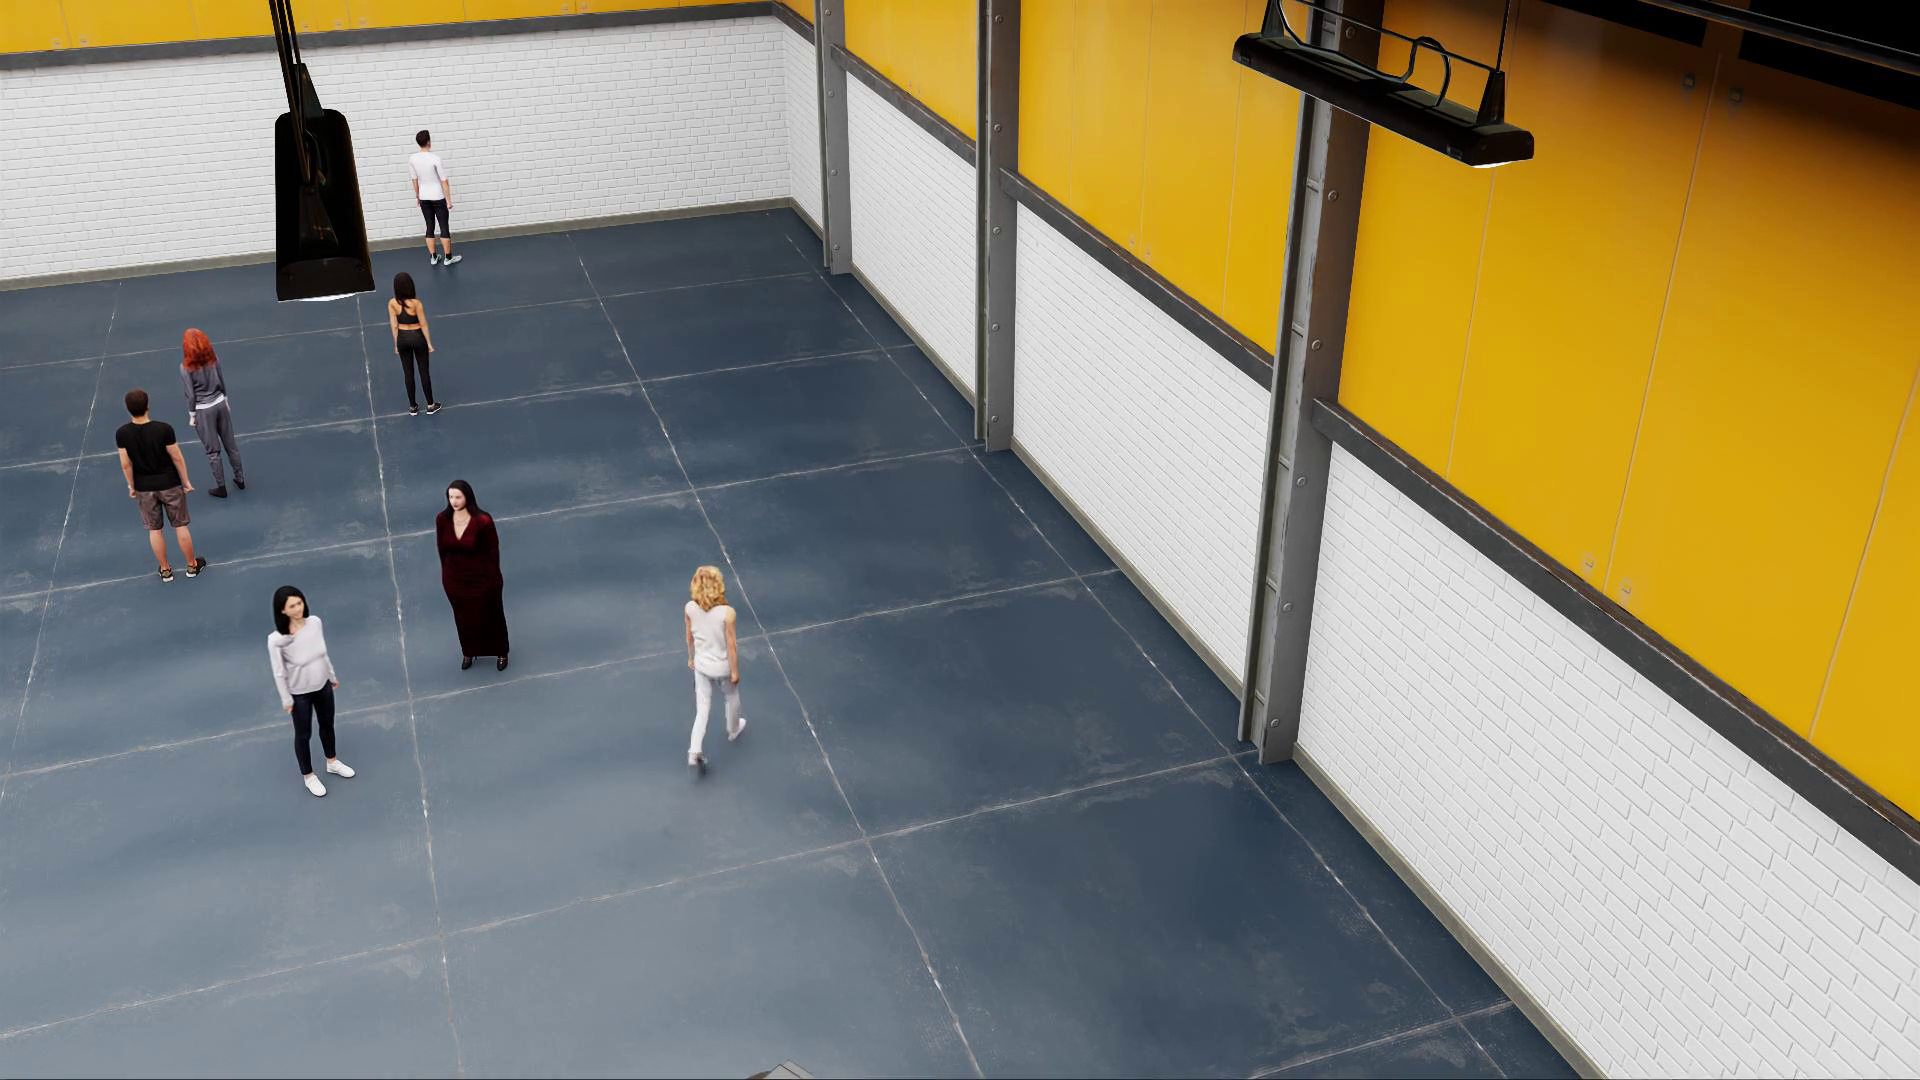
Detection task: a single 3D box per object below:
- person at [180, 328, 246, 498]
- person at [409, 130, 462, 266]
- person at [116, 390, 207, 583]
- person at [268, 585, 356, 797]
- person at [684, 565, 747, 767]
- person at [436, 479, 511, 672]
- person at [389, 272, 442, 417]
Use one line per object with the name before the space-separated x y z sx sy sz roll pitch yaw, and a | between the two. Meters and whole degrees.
person | -7.504 -1.283 16.643 0.683 1.780 0.658 18 33 29
person | -7.246 -4.704 22.841 0.749 1.851 0.753 6 29 10
person | -7.307 -0.500 15.122 0.687 1.861 0.557 -9 30 -16
person | -4.857 1.090 12.376 0.751 1.700 0.711 16 33 27
person | -1.914 0.978 12.642 0.993 1.642 1.122 8 30 15
person | -4.041 0.290 13.783 0.750 1.757 0.743 2 29 4
person | -6.073 -2.177 18.423 0.617 1.643 0.578 -2 29 -3
